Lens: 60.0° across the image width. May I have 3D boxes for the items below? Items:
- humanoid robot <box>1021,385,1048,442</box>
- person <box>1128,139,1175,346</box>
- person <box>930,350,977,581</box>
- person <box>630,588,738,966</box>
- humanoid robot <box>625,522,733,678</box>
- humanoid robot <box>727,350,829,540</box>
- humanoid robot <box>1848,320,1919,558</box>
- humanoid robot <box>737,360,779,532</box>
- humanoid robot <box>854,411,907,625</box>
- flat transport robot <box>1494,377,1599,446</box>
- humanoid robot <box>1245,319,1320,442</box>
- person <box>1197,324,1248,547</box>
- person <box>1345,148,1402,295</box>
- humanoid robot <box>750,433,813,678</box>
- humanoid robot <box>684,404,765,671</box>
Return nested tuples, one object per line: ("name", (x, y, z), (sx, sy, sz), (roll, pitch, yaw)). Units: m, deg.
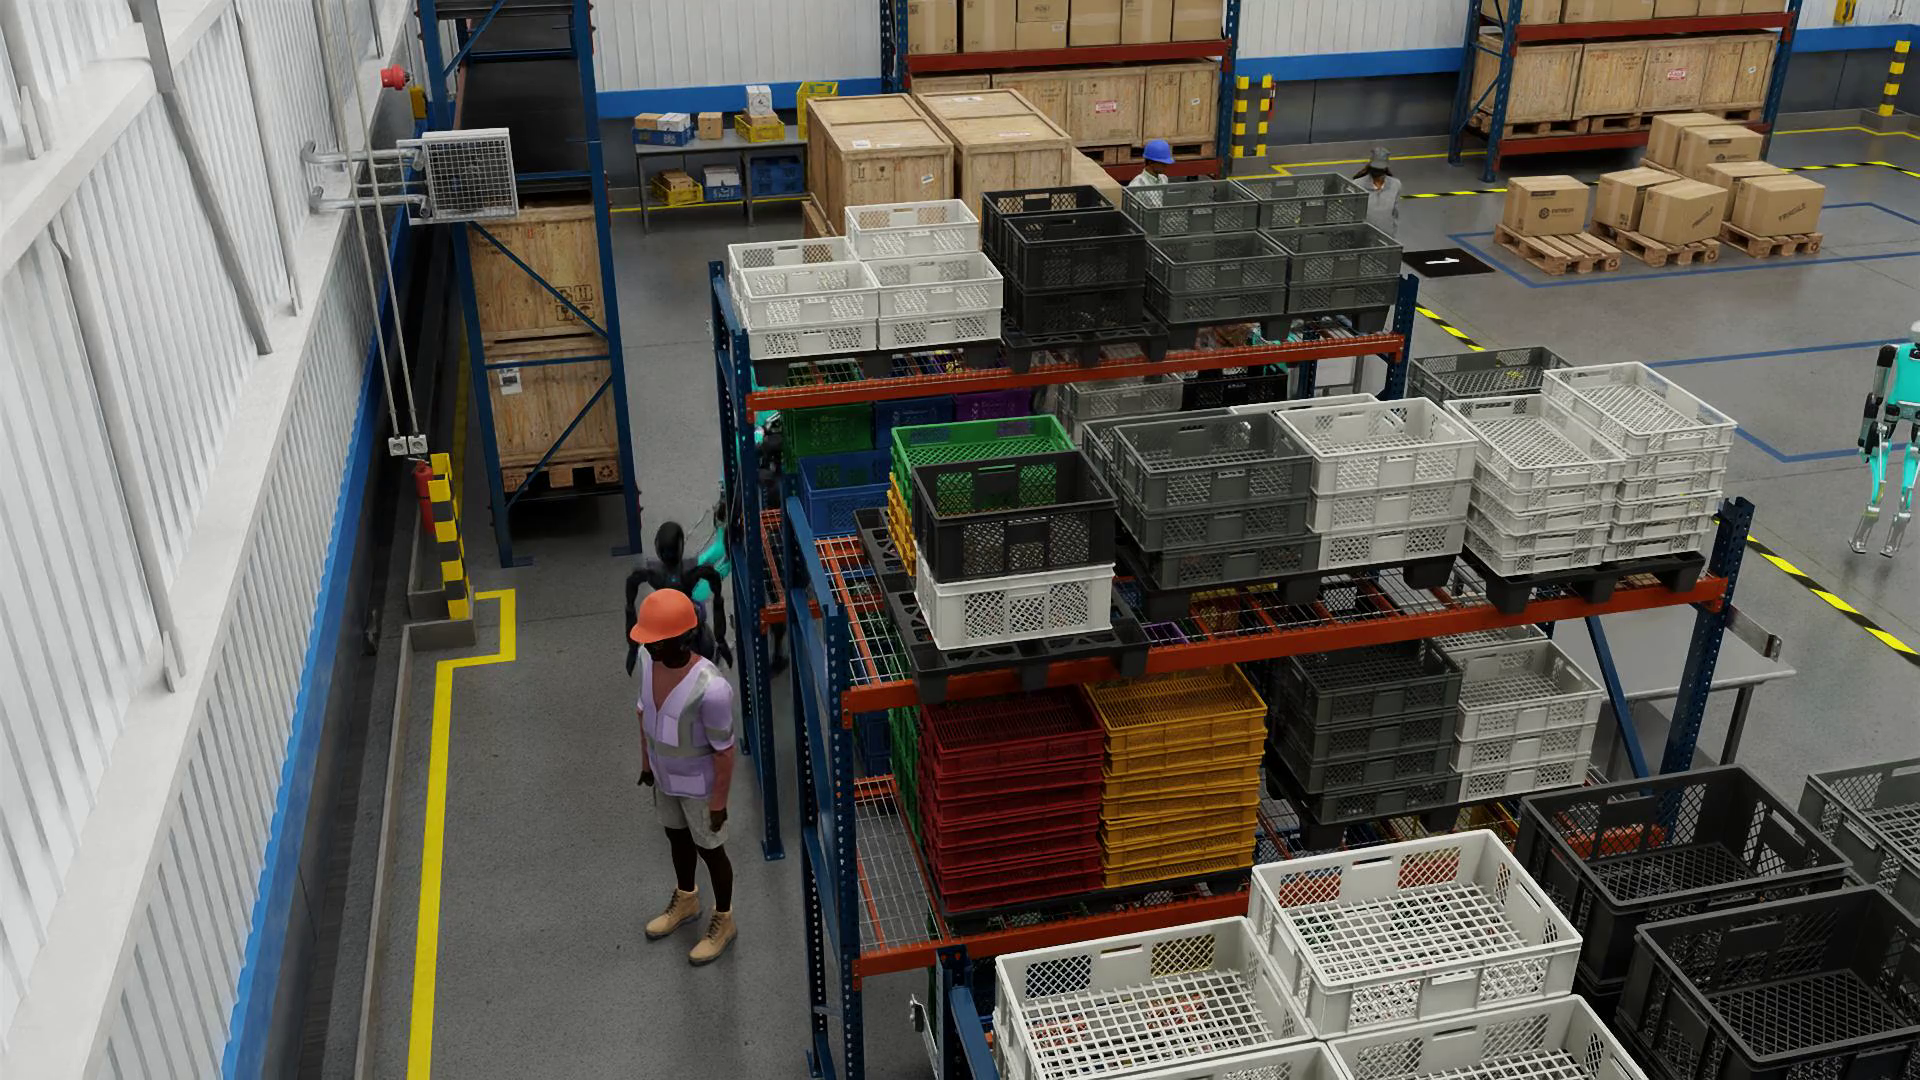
("humanoid robot", (0.452, -0.302, 11.098), (0.584, 1.649, 0.340), (14, 31, 25))
("person", (1.756, -2.778, 15.530), (0.412, 1.939, 0.602), (19, 33, 32))
("person", (-0.108, -0.400, 11.128), (0.404, 1.832, 0.595), (11, 30, 20))
("person", (-1.333, 1.134, 7.994), (0.604, 2.043, 0.372), (21, 35, 35))
("humanoid robot", (-1.622, 0.562, 9.544), (0.617, 1.608, 0.800), (-5, 28, -10))
("humanoid robot", (-1.185, -0.531, 11.415), (0.726, 1.732, 0.530), (14, 31, 24))
("humanoid robot", (6.519, -0.636, 11.533), (0.533, 1.677, 0.735), (13, 30, 23))
("humanoid robot", (-1.440, -0.648, 11.760), (0.357, 1.656, 0.595), (-23, 35, -36))
("humanoid robot", (-0.694, -0.183, 10.841), (0.689, 1.812, 0.538), (13, 31, 23))
("flat transport robot", (4.780, -1.036, 14.013), (0.659, 0.231, 1.431), (-6, 28, -12))
("humanoid robot", (2.400, -0.856, 12.101), (0.707, 1.800, 0.548), (-17, 32, -29))
("person", (1.820, -0.710, 11.676), (0.464, 1.866, 0.584), (-12, 30, -22))
("person", (3.910, -2.885, 15.912), (0.571, 1.765, 0.401), (-5, 28, -9))
("humanoid robot", (-1.121, 0.096, 10.355), (0.602, 1.654, 0.323), (15, 31, 26))
("humanoid robot", (-1.578, -0.006, 10.495), (0.779, 1.773, 0.553), (-10, 29, -18))
